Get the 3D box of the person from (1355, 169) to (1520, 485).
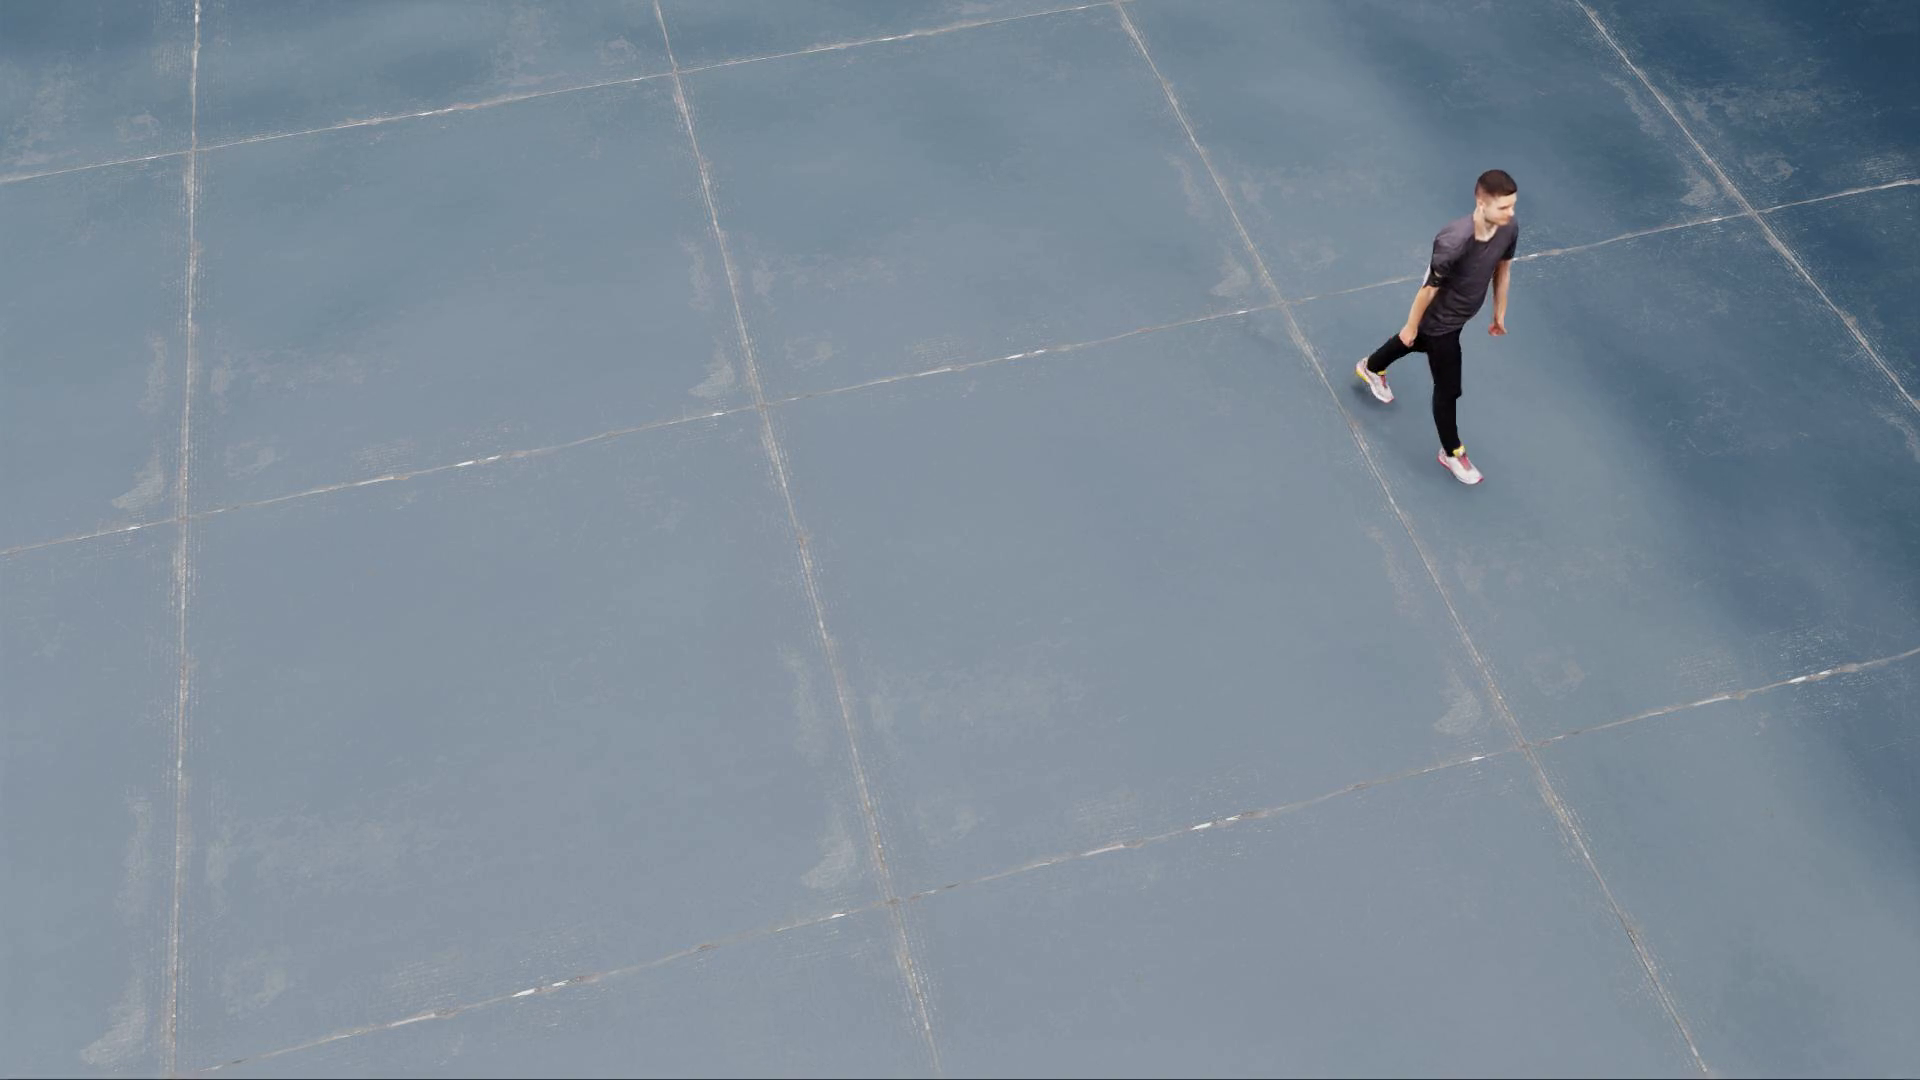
[{"bbox_3d":[2.349,-1.156,8.207,0.930,1.718,1.268,-29,58,-21],"label":"person"}]
